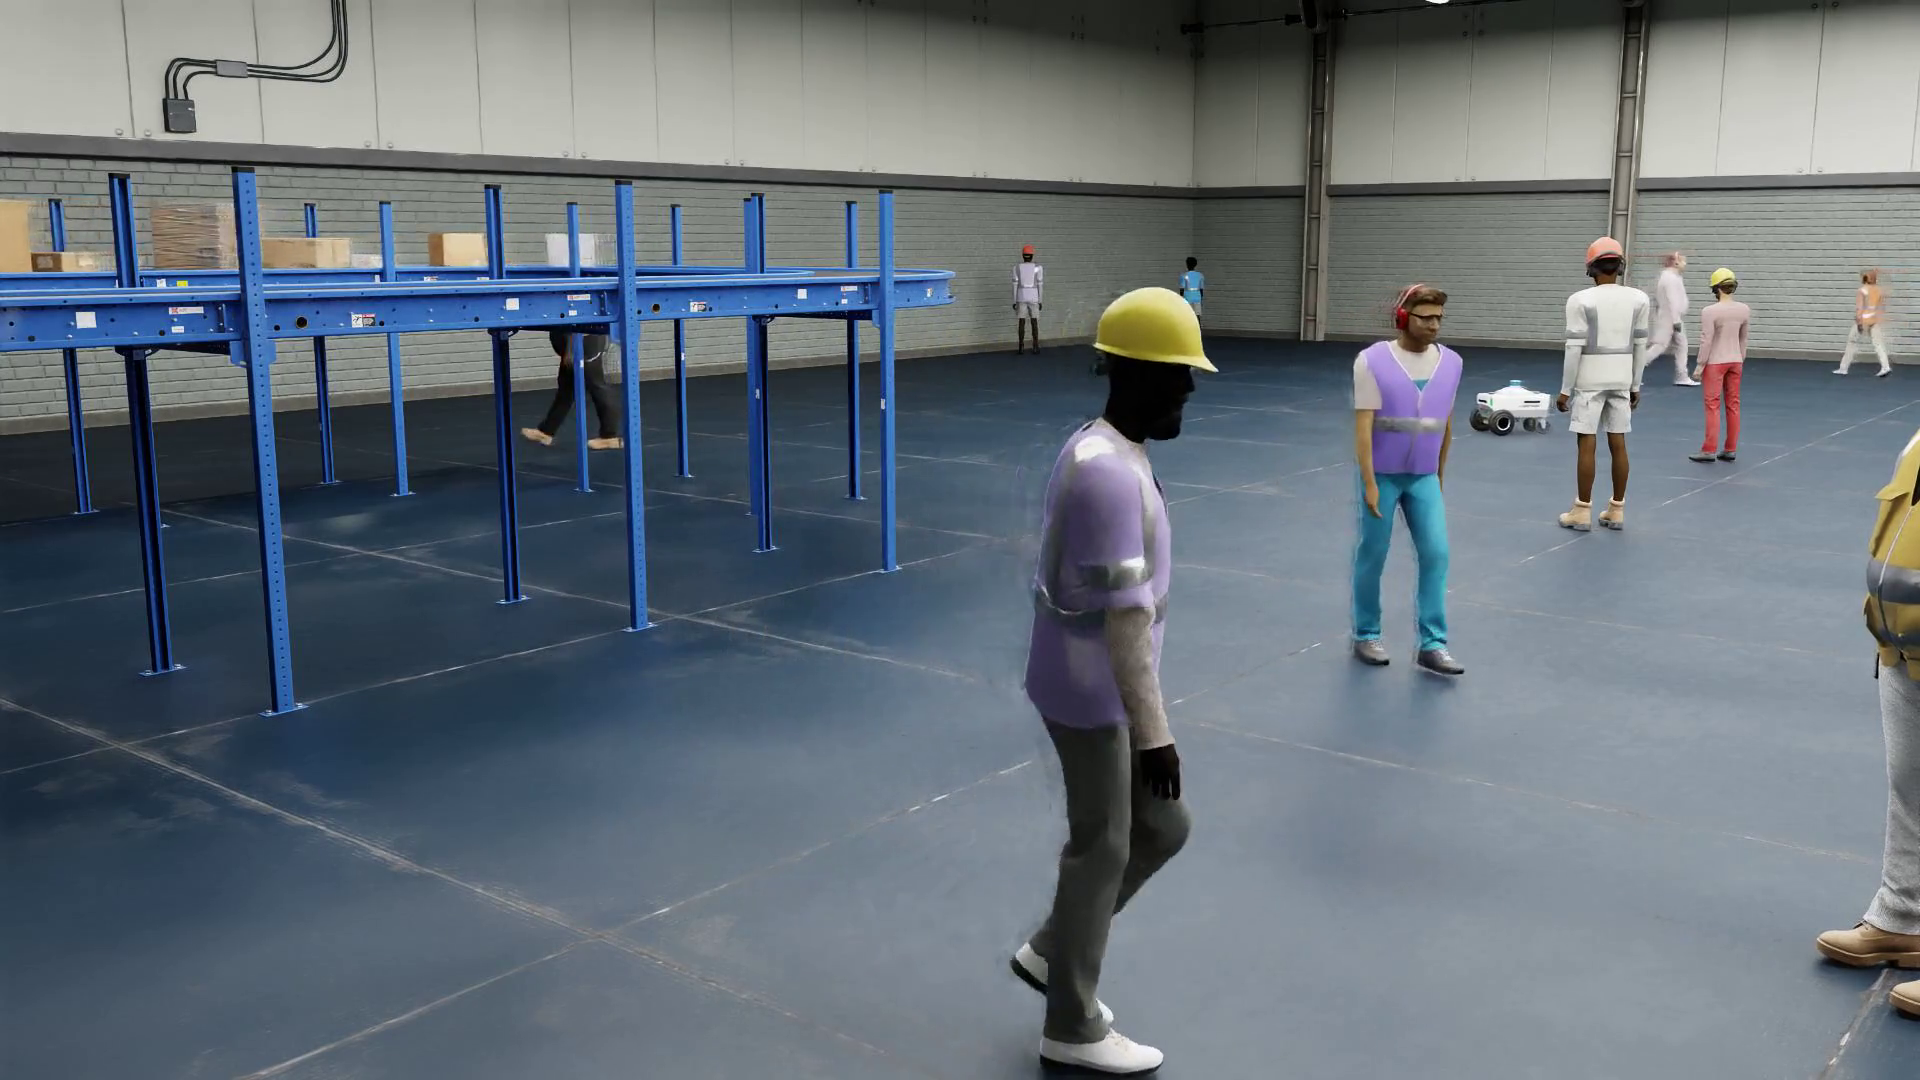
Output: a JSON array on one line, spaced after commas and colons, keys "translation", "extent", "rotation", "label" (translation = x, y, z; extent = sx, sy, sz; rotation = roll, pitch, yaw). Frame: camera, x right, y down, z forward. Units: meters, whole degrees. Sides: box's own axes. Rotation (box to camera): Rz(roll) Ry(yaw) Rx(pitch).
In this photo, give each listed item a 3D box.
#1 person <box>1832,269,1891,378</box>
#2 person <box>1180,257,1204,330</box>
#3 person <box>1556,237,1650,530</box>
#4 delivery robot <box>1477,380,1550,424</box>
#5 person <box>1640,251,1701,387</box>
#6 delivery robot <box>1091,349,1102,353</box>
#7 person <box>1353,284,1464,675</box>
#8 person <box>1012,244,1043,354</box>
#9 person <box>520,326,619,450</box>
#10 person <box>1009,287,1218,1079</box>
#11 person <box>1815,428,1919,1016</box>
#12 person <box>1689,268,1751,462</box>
[{"translation": [13.508, -3.230, 24.726], "extent": [0.513, 1.596, 0.858], "rotation": [-4, 11, -19], "label": "person"}, {"translation": [4.459, -4.613, 32.108], "extent": [0.540, 1.696, 0.317], "rotation": [-4, 11, -21], "label": "person"}, {"translation": [4.486, -1.093, 11.676], "extent": [0.605, 2.033, 0.392], "rotation": [-1, 10, -8], "label": "person"}, {"translation": [5.849, -1.444, 17.576], "extent": [0.707, 0.478, 0.477], "rotation": [-2, 10, -11], "label": "delivery robot"}, {"translation": [9.815, -3.075, 23.116], "extent": [0.921, 1.870, 0.638], "rotation": [5, 12, 28], "label": "person"}, {"translation": [2.230, -2.964, 25.279], "extent": [0.335, 0.223, 0.698], "rotation": [-3, 11, -18], "label": "delivery robot"}, {"translation": [2.099, -0.272, 7.751], "extent": [0.571, 1.810, 0.790], "rotation": [-2, 11, -13], "label": "person"}, {"translation": [1.200, -4.280, 29.596], "extent": [0.547, 1.938, 0.377], "rotation": [1, 10, 5], "label": "person"}, {"translation": [-3.783, -1.864, 16.047], "extent": [0.976, 2.000, 0.709], "rotation": [-3, 11, -15], "label": "person"}, {"translation": [0.380, 0.356, 3.995], "extent": [0.436, 1.906, 0.604], "rotation": [2, 10, 10], "label": "person"}, {"translation": [2.612, 0.322, 4.382], "extent": [0.429, 1.838, 0.621], "rotation": [0, 10, -3], "label": "person"}, {"translation": [6.960, -1.599, 15.245], "extent": [0.524, 1.759, 0.328], "rotation": [-3, 11, -18], "label": "person"}]
